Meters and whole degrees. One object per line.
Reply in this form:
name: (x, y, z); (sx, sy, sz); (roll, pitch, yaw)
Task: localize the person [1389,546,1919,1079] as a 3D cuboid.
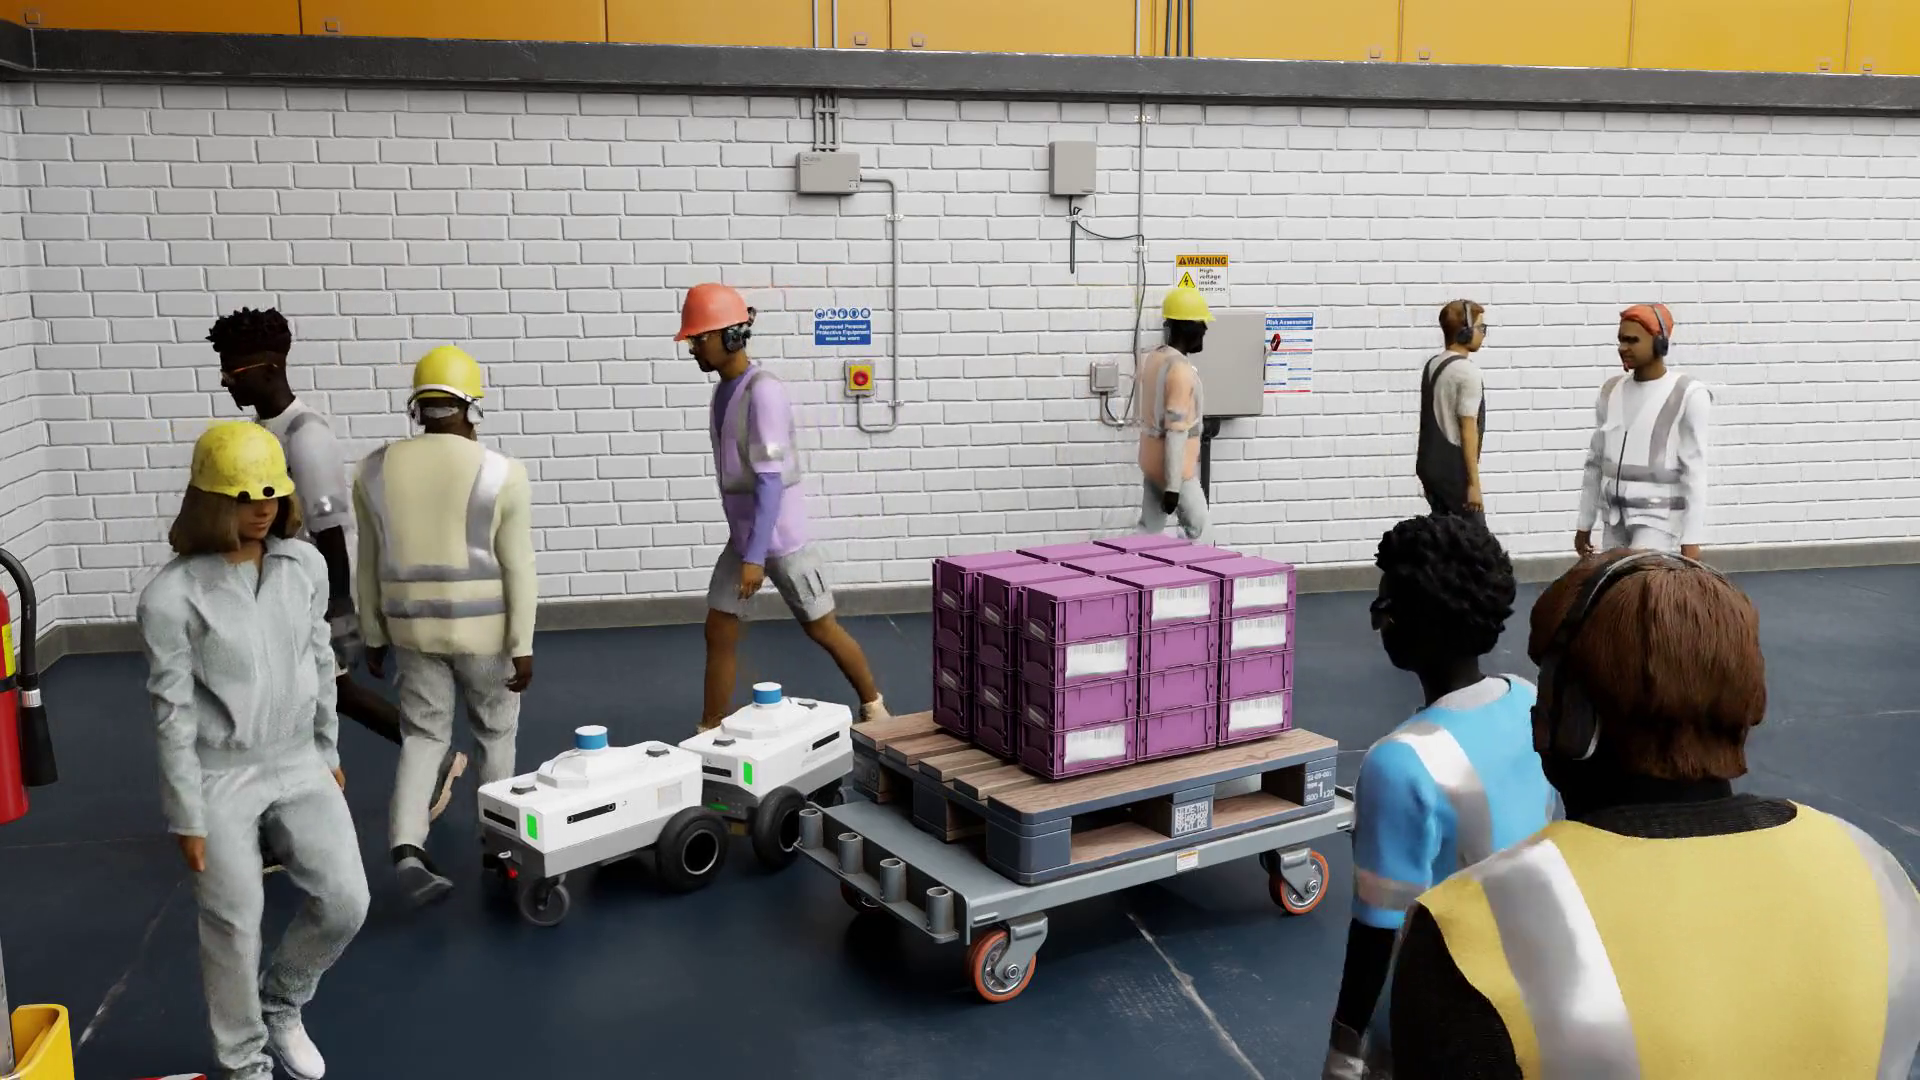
person: (0.688, 0.919, 1.755); (0.638, 1.825, 0.458); (-3, 11, -15)

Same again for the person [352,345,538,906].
person: (-1.651, 0.290, 5.301); (0.605, 1.802, 0.744); (1, 10, 3)

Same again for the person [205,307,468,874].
person: (-2.159, 0.155, 5.730); (0.928, 1.921, 0.669); (-7, 13, -36)

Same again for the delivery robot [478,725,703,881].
delivery robot: (-1.189, 0.847, 5.398); (0.477, 0.478, 0.707); (9, 14, 42)

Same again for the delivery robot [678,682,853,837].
delivery robot: (-0.682, 0.751, 5.925); (0.477, 0.478, 0.707); (5, 11, 27)

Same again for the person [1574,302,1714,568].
person: (2.857, -0.063, 7.050); (0.417, 1.868, 0.609); (-4, 11, -22)

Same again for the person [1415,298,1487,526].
person: (2.511, -0.323, 8.589); (0.510, 1.835, 0.528); (-2, 10, -9)

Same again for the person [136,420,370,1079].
person: (-1.651, 0.572, 3.920); (0.403, 1.723, 0.512); (6, 12, 32)

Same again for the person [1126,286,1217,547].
person: (1.065, -0.406, 8.887); (0.900, 1.896, 0.588); (-2, 10, -10)

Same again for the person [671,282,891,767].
person: (-0.719, -0.024, 6.605); (1.067, 1.984, 0.661); (-6, 12, -31)

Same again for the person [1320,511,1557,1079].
person: (0.799, 0.788, 2.829); (0.371, 1.682, 0.553); (9, 13, 40)
